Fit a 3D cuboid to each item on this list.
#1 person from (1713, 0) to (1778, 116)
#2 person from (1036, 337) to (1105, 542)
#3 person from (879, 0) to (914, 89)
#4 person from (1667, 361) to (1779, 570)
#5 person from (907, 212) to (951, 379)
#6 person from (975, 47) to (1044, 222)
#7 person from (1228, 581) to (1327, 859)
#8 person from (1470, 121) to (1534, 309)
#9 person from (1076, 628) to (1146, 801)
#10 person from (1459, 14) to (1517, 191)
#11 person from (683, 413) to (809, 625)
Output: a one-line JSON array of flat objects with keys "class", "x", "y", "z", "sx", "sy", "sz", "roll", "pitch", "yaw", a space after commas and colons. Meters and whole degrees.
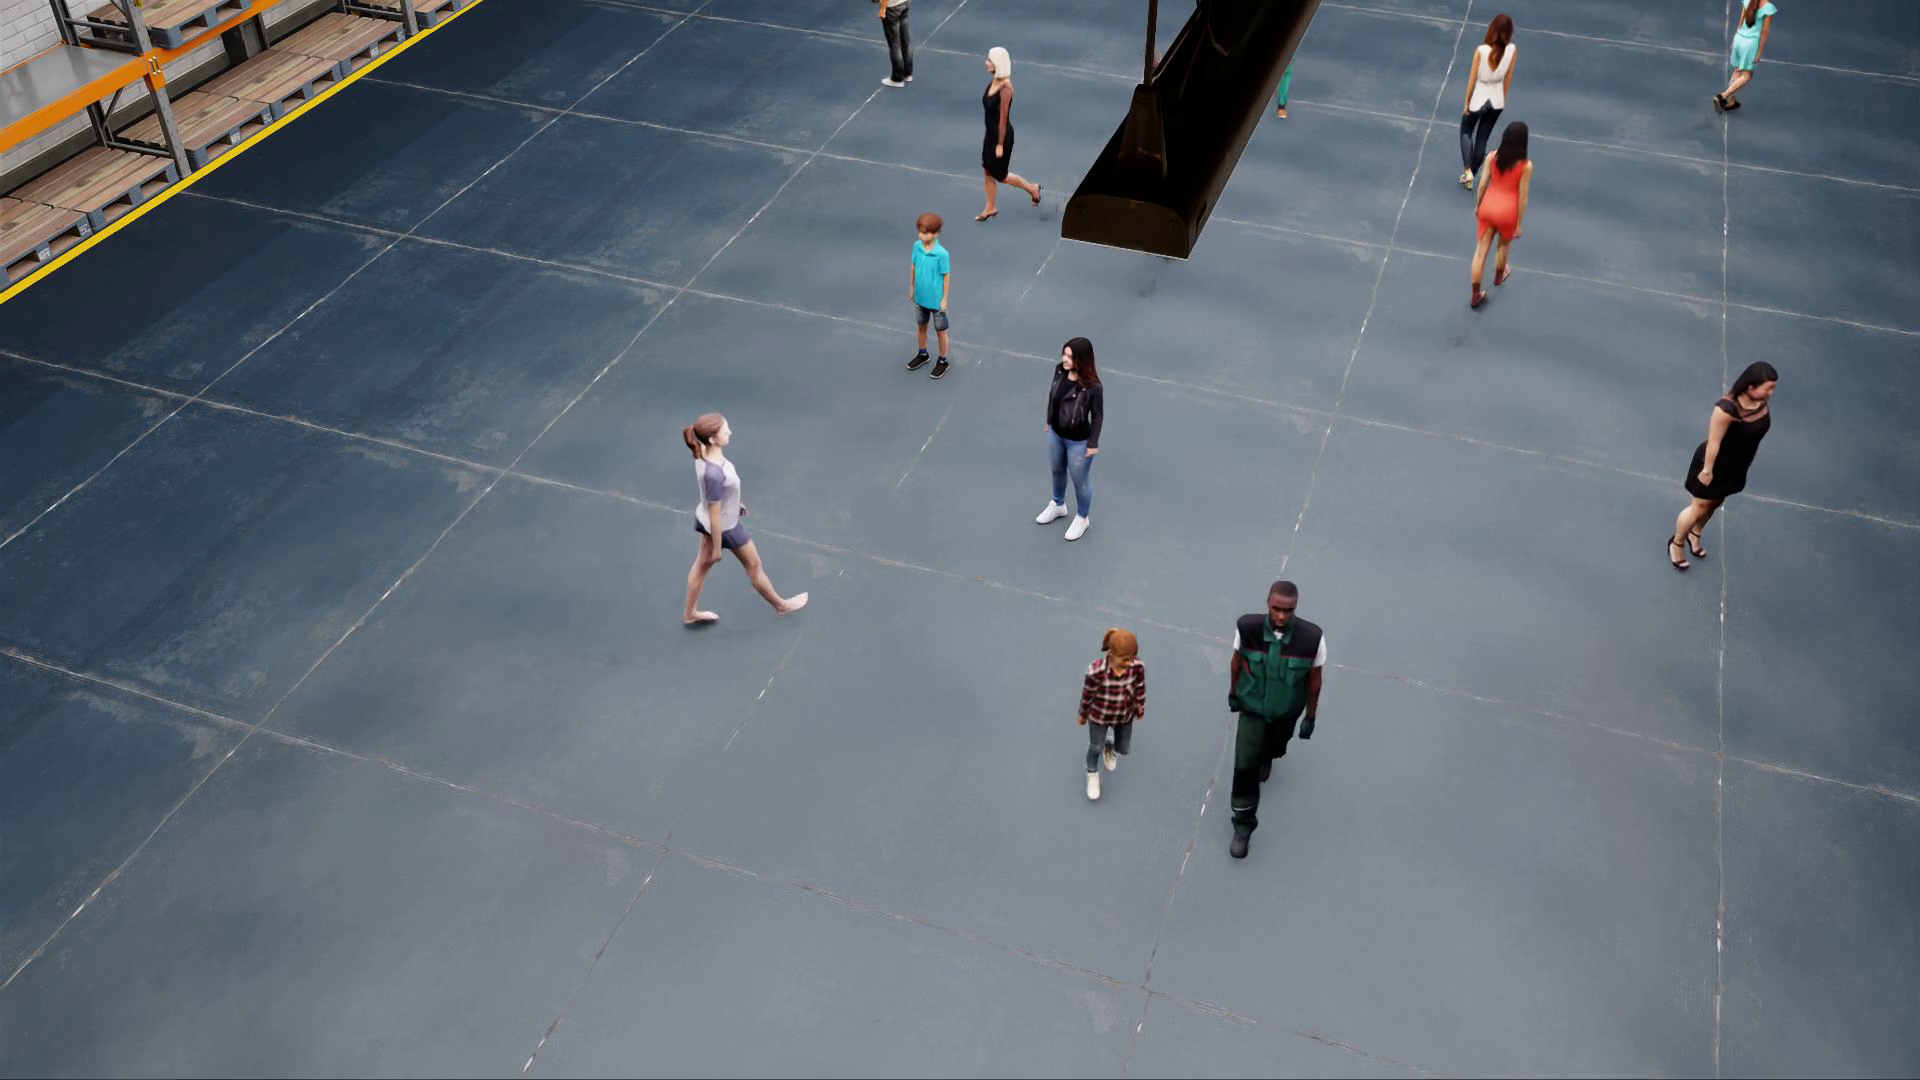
[{"class": "person", "x": 8.319, "y": -5.234, "z": 17.651, "sx": 0.922, "sy": 1.546, "sz": 0.828, "roll": -21, "pitch": 43, "yaw": -24}, {"class": "person", "x": 0.805, "y": -0.753, "z": 11.970, "sx": 0.716, "sy": 1.634, "sz": 0.723, "roll": -30, "pitch": 48, "yaw": -32}, {"class": "person", "x": -0.696, "y": -5.886, "z": 18.256, "sx": 0.772, "sy": 1.811, "sz": 0.570, "roll": 24, "pitch": 44, "yaw": 27}, {"class": "person", "x": 5.305, "y": -0.537, "z": 11.639, "sx": 0.718, "sy": 1.709, "sz": 0.815, "roll": -24, "pitch": 45, "yaw": -27}, {"class": "person", "x": -0.235, "y": -2.042, "z": 13.733, "sx": 0.569, "sy": 1.449, "sz": 0.558, "roll": 23, "pitch": 44, "yaw": 26}, {"class": "person", "x": 0.450, "y": -3.796, "z": 15.704, "sx": 0.952, "sy": 1.731, "sz": 0.948, "roll": -9, "pitch": 39, "yaw": -11}, {"class": "person", "x": 1.833, "y": 0.920, "z": 9.737, "sx": 0.784, "sy": 1.807, "sz": 1.221, "roll": 8, "pitch": 39, "yaw": 9}, {"class": "person", "x": 4.658, "y": -2.792, "z": 14.472, "sx": 0.721, "sy": 1.698, "sz": 0.978, "roll": 20, "pitch": 43, "yaw": 23}, {"class": "person", "x": 0.911, "y": 0.985, "z": 10.067, "sx": 0.691, "sy": 1.294, "sz": 0.742, "roll": -3, "pitch": 39, "yaw": -4}, {"class": "person", "x": 5.133, "y": -4.212, "z": 16.189, "sx": 0.687, "sy": 1.775, "sz": 0.734, "roll": 1, "pitch": 39, "yaw": 1}, {"class": "person", "x": -1.674, "y": -0.092, "z": 11.071, "sx": 1.093, "sy": 1.724, "sz": 1.055, "roll": -14, "pitch": 41, "yaw": -17}]
